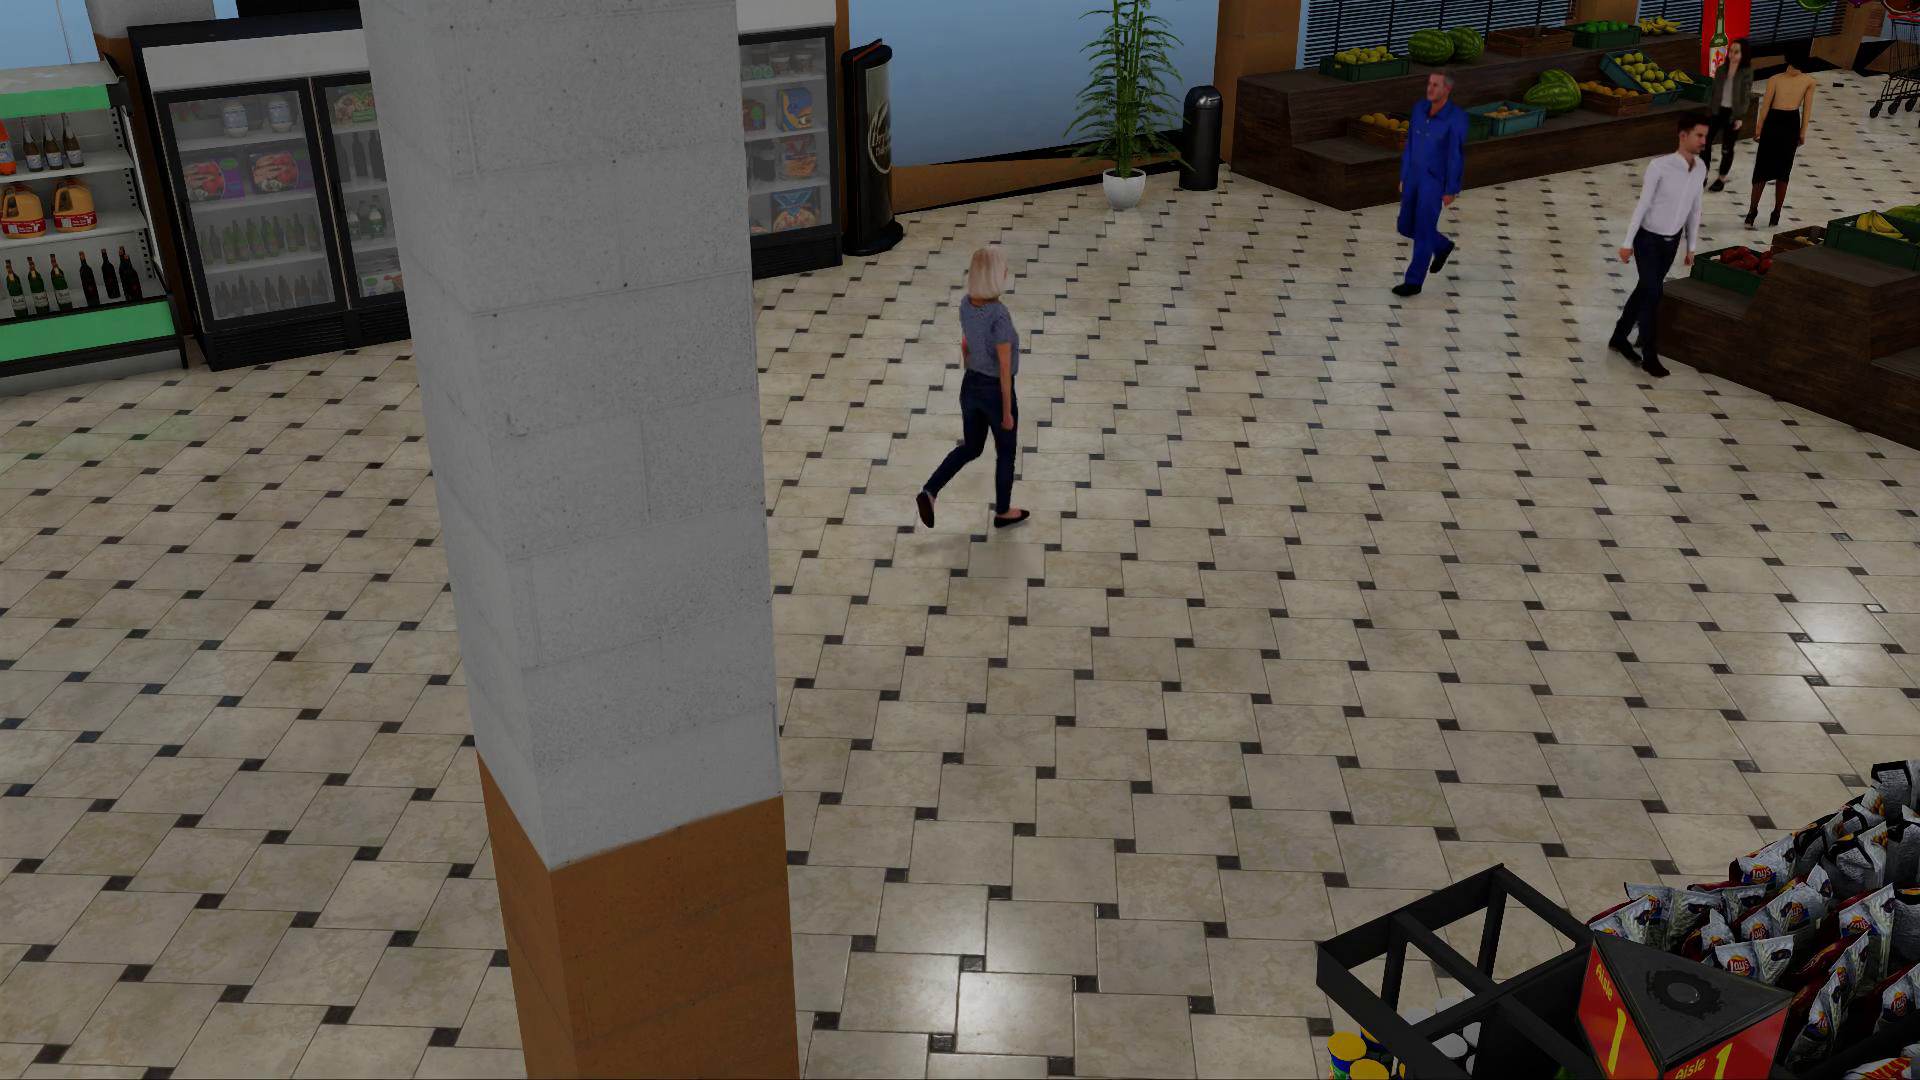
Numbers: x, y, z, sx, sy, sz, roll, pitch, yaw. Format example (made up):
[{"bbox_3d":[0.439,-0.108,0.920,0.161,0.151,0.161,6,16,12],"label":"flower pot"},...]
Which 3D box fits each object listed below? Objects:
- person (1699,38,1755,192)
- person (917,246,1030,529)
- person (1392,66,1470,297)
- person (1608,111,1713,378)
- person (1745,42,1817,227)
[{"bbox_3d":[7.501,-4.125,16.187,0.666,1.462,0.646,-22,34,-36],"label":"person"},{"bbox_3d":[0.088,-0.799,9.361,0.982,1.704,0.646,-18,32,-31],"label":"person"},{"bbox_3d":[3.814,-2.881,13.346,0.914,1.813,0.729,-14,30,-26],"label":"person"},{"bbox_3d":[4.920,-2.155,11.885,0.996,1.838,0.827,-9,28,-16],"label":"person"},{"bbox_3d":[7.434,-3.675,15.088,0.669,1.653,0.724,8,28,15],"label":"person"}]
